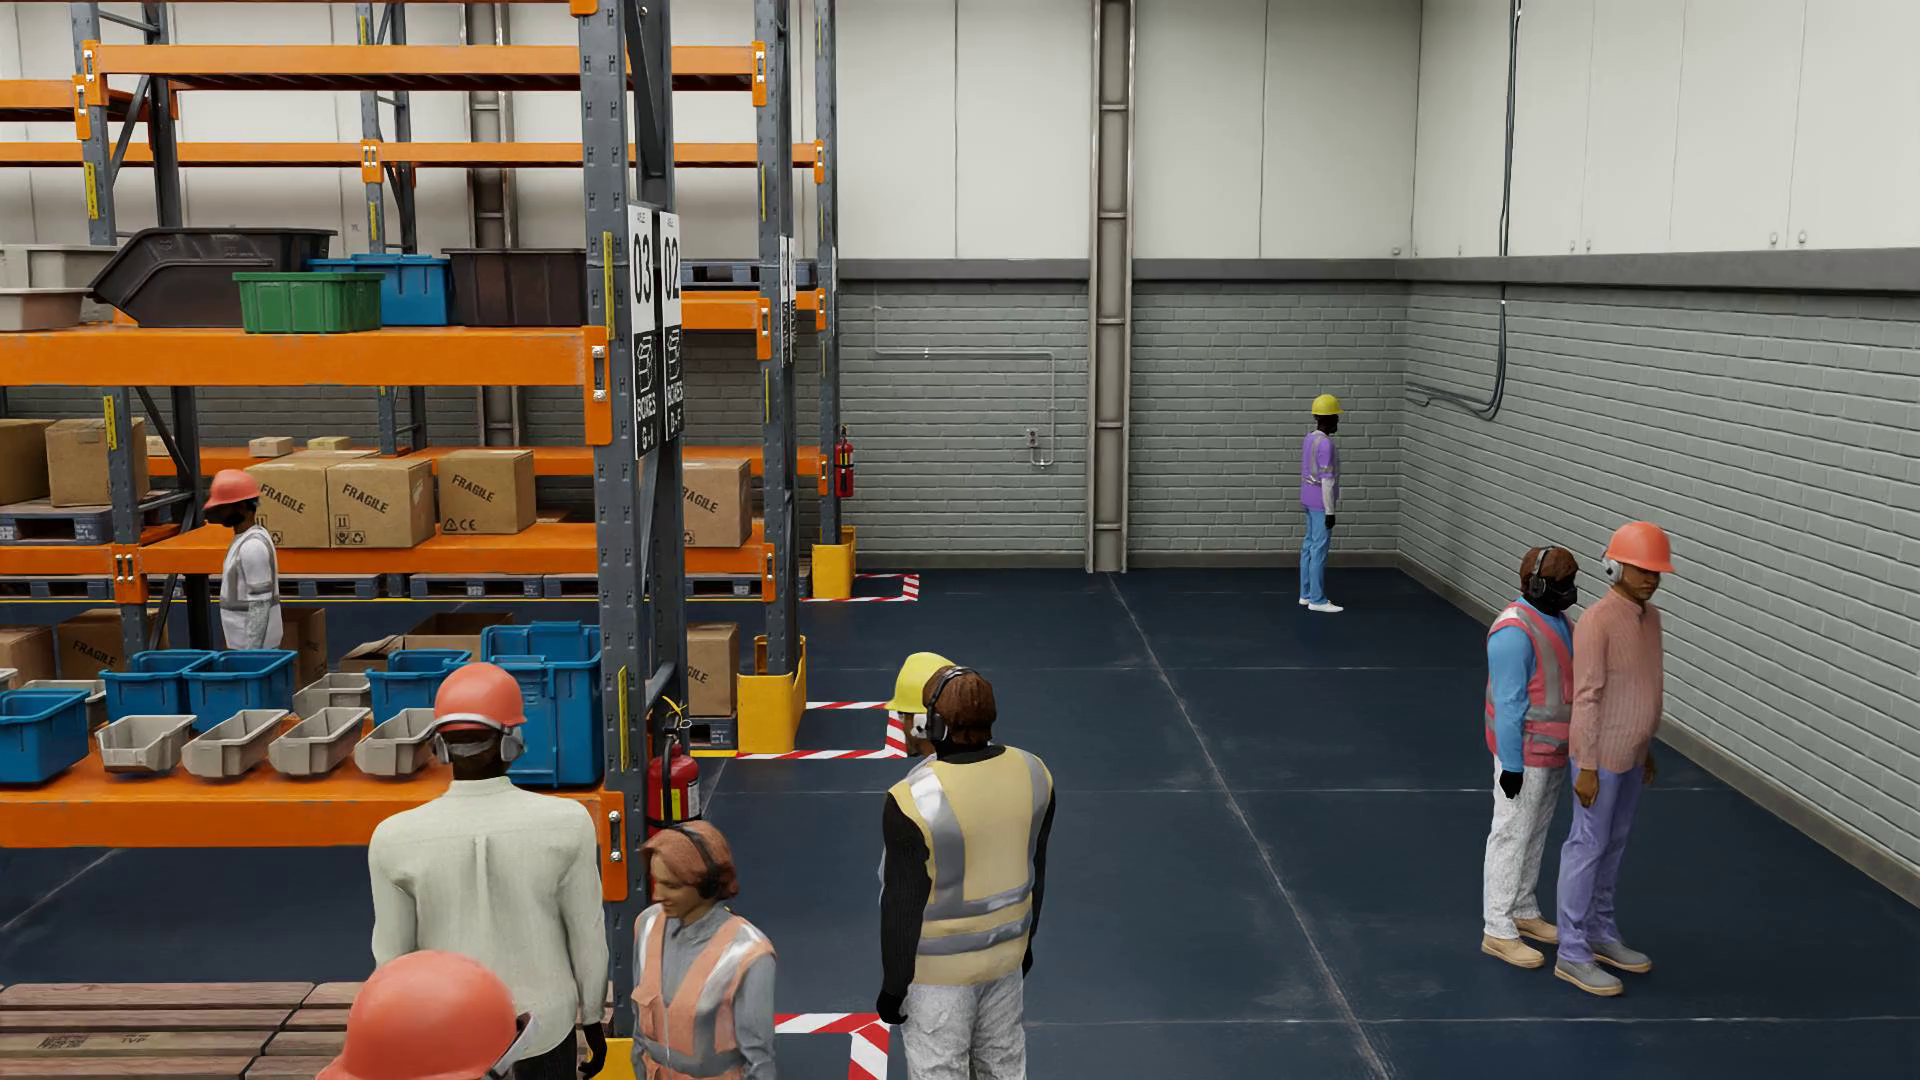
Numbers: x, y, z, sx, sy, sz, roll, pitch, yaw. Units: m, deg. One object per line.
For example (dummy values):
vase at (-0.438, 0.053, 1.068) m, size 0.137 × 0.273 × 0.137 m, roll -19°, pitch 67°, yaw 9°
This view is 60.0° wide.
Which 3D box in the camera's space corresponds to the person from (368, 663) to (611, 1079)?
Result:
person at (-1.259, 1.316, 4.522) m, size 0.609 × 1.986 × 0.391 m, roll -2°, pitch 10°, yaw -14°

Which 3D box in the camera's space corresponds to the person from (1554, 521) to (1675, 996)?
person at (2.788, 0.901, 7.048) m, size 0.612 × 1.991 × 0.392 m, roll -9°, pitch 13°, yaw -43°

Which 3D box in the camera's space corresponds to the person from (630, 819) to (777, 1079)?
person at (-0.667, 1.519, 4.369) m, size 0.521 × 1.631 × 0.321 m, roll 8°, pitch 12°, yaw 39°

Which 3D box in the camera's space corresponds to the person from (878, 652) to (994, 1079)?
person at (-0.060, 1.260, 5.382) m, size 0.403 × 1.821 × 0.596 m, roll 5°, pitch 11°, yaw 28°

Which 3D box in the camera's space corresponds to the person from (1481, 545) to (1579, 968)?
person at (2.540, 0.930, 7.331) m, size 0.429 × 1.841 × 0.634 m, roll 7°, pitch 12°, yaw 38°

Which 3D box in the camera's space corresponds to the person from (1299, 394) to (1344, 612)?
person at (3.211, -0.327, 14.768) m, size 0.360 × 1.930 × 0.588 m, roll -1°, pitch 9°, yaw -5°

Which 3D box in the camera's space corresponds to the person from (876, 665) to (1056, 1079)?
person at (-0.008, 1.288, 5.138) m, size 0.627 × 1.844 × 0.429 m, roll -8°, pitch 12°, yaw -40°

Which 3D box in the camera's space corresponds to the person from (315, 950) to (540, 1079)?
person at (-0.779, 1.615, 2.686) m, size 0.397 × 1.992 × 0.622 m, roll -3°, pitch 10°, yaw -21°

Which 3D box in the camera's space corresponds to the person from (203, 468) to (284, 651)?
person at (-3.991, 0.558, 9.328) m, size 0.361 × 1.935 × 0.544 m, roll -5°, pitch 10°, yaw -27°
